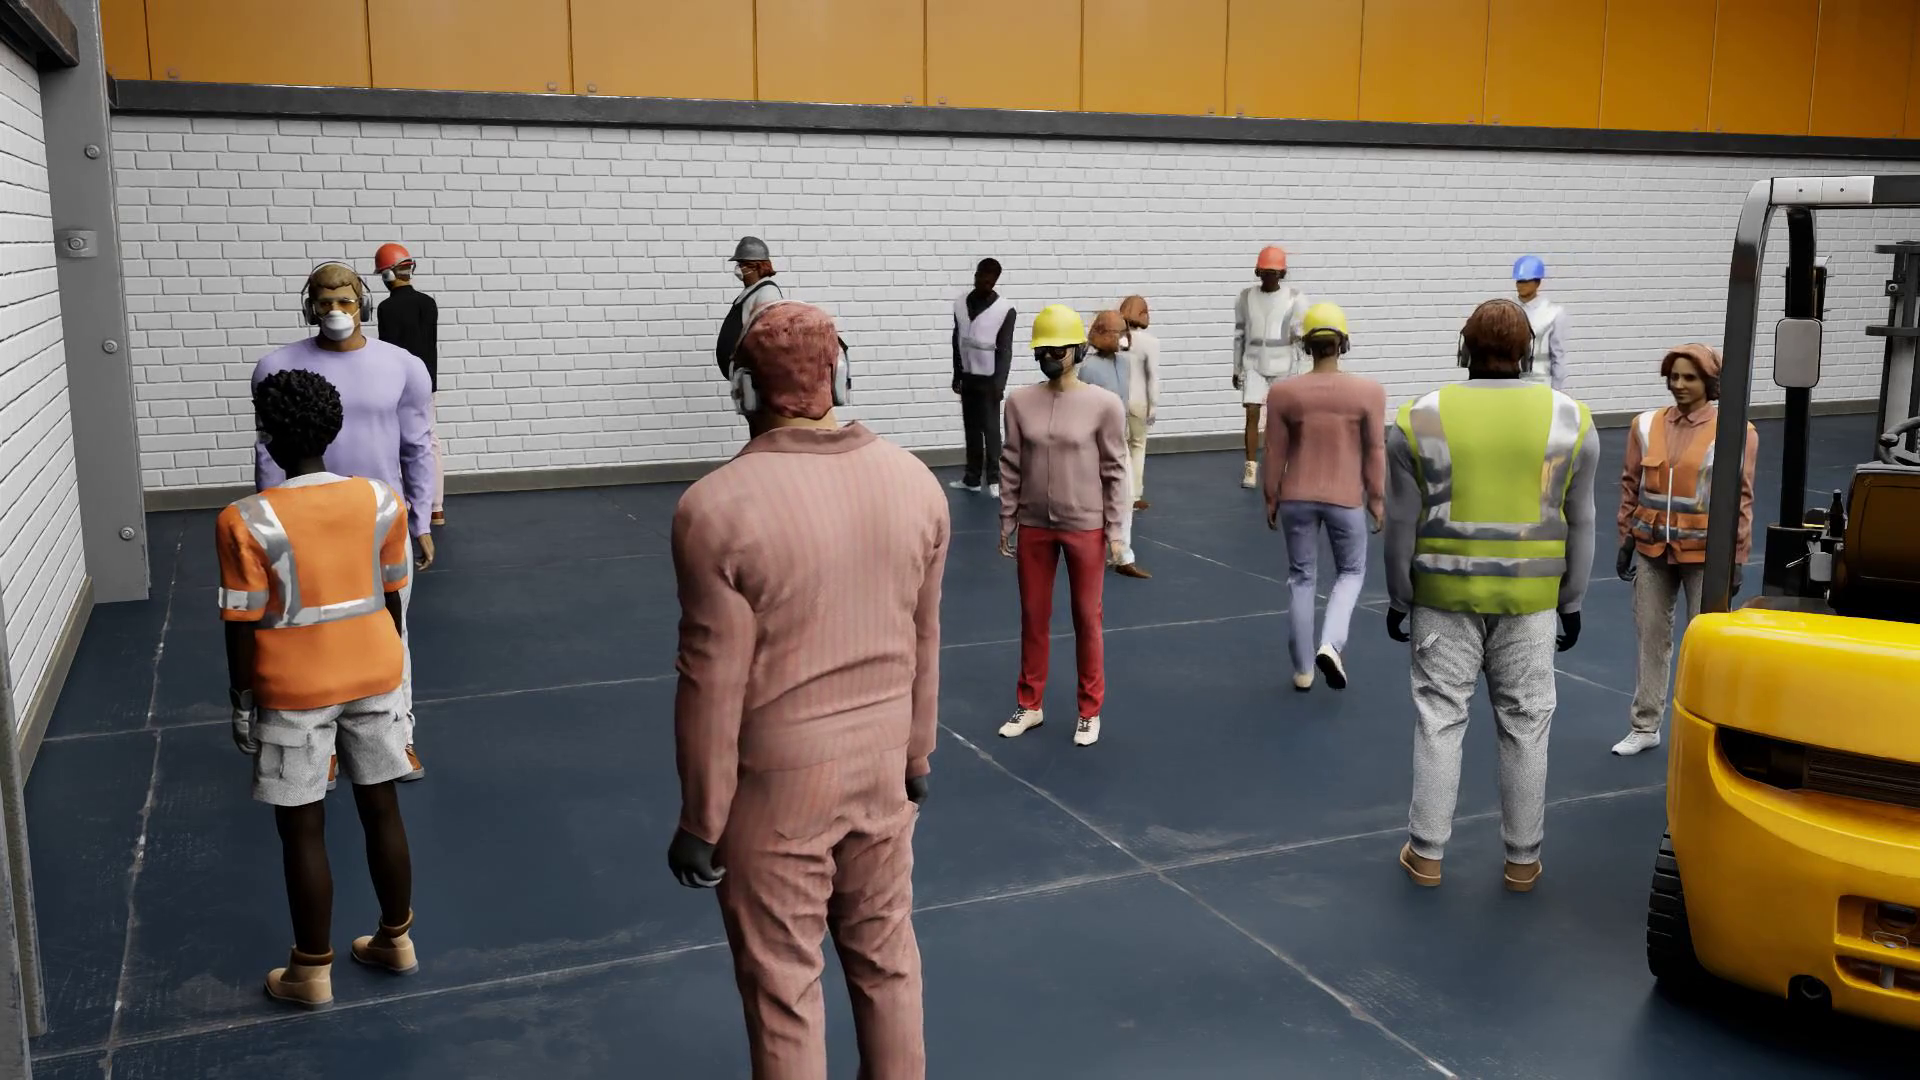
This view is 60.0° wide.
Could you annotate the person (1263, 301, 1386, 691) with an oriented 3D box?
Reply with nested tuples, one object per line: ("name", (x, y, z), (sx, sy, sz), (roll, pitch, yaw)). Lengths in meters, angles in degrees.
("person", (1.600, -0.175, 7.357), (0.540, 1.750, 0.416), (4, 11, 20))

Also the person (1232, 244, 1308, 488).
("person", (2.577, -1.453, 13.780), (0.643, 1.994, 0.985), (4, 11, 22))

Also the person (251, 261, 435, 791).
("person", (-2.249, -0.047, 6.143), (0.631, 1.940, 0.372), (-4, 11, -23))

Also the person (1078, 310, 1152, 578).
("person", (0.807, -0.576, 9.977), (0.680, 1.613, 0.508), (8, 13, 37))

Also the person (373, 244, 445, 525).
("person", (-3.849, -1.052, 11.555), (0.393, 1.985, 0.611), (3, 11, 15))

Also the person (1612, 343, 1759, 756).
("person", (2.769, 0.066, 6.370), (0.313, 1.633, 0.521), (-8, 13, -38))

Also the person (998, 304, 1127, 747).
("person", (0.395, -0.051, 6.638), (0.532, 1.767, 0.328), (4, 11, 23))

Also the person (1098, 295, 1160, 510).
("person", (1.204, -0.992, 12.242), (0.519, 1.614, 0.571), (5, 11, 25))

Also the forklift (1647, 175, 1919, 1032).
("forklift", (2.810, 0.094, 4.662), (1.214, 2.155, 2.313), (7, 12, 34))

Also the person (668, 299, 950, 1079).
("person", (-0.322, 0.475, 3.364), (0.644, 1.905, 0.400), (-9, 14, -42))

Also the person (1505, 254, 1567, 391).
("person", (4.261, -1.198, 12.585), (0.617, 1.916, 0.924), (8, 13, 38))

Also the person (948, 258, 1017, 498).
("person", (0.139, -1.278, 13.124), (0.760, 1.878, 0.386), (10, 14, 43))

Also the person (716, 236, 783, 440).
("person", (-1.610, -1.315, 12.851), (0.537, 2.000, 0.675), (-3, 11, -16))

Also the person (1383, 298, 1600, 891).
("person", (1.622, 0.180, 5.159), (0.627, 1.844, 0.429), (2, 10, 11))

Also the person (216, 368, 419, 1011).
("person", (-1.686, 0.392, 4.419), (0.318, 1.690, 0.517), (9, 14, 41))
